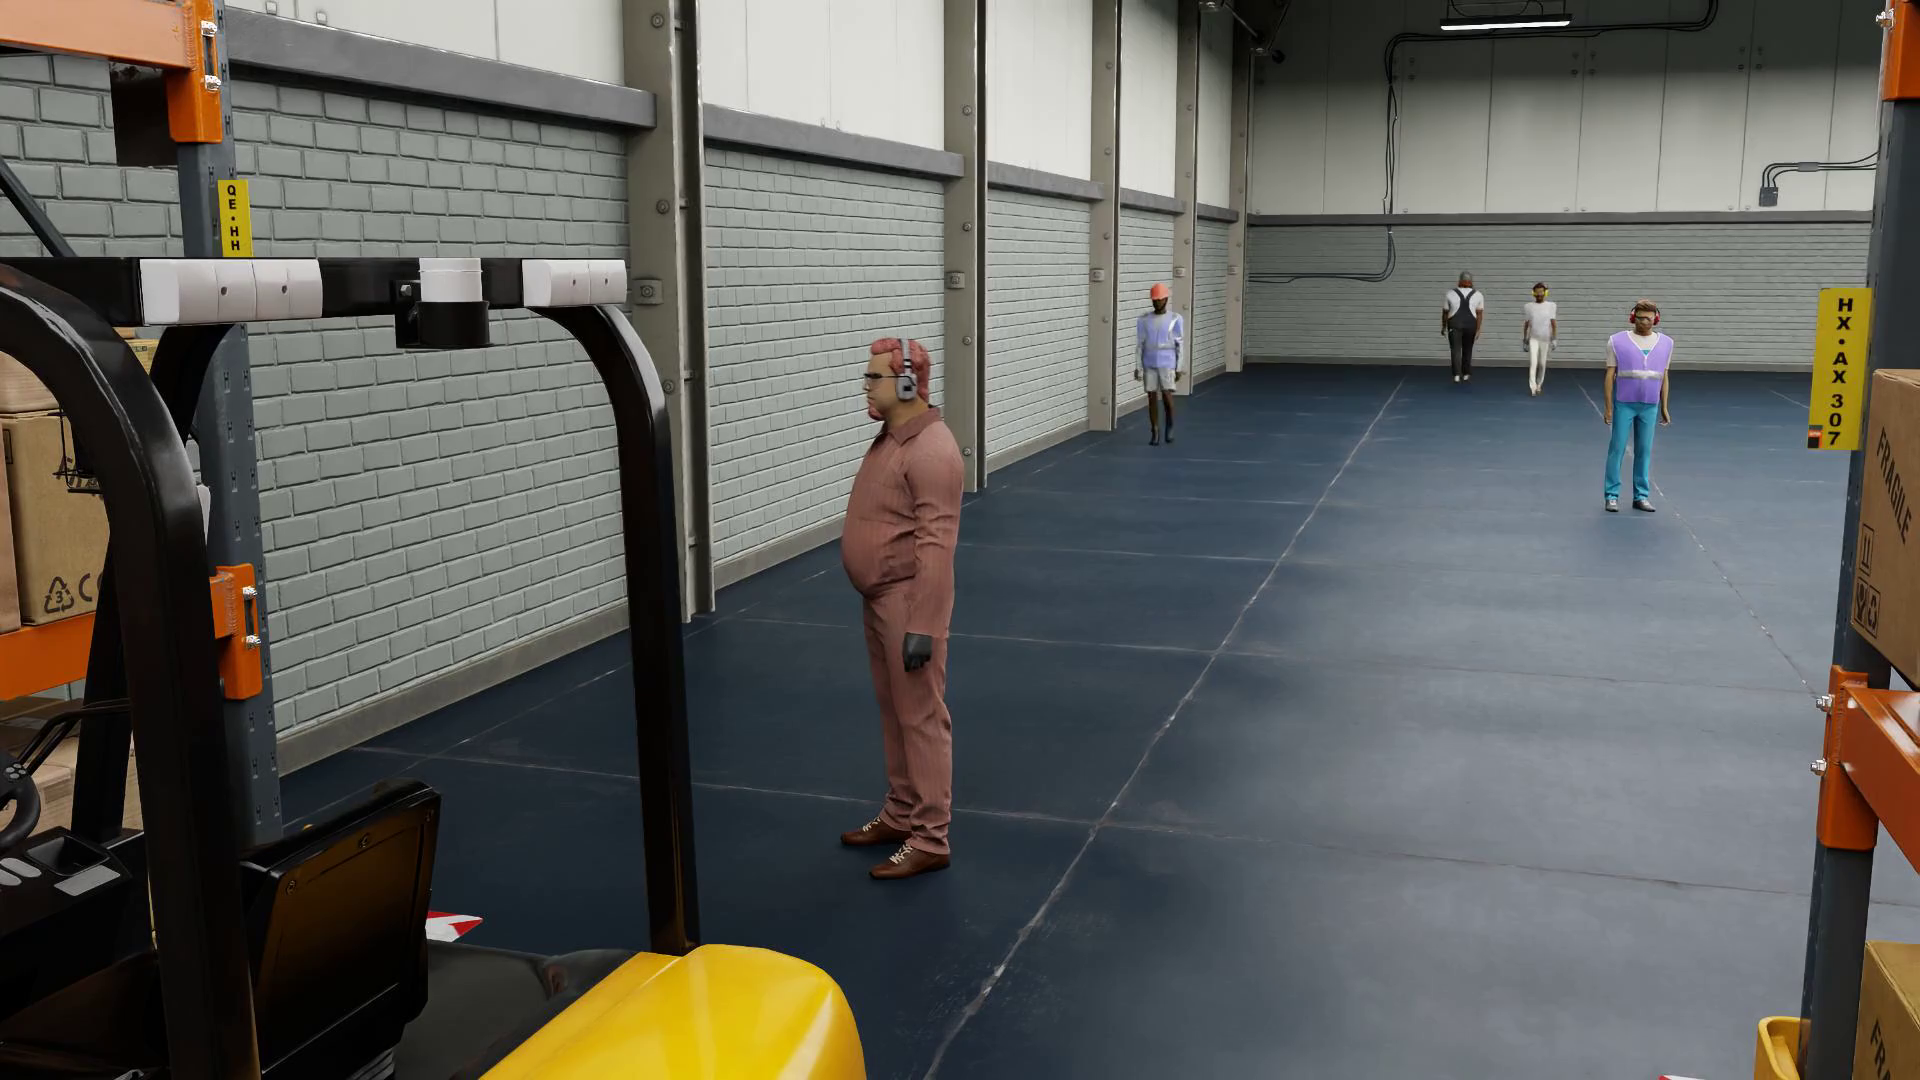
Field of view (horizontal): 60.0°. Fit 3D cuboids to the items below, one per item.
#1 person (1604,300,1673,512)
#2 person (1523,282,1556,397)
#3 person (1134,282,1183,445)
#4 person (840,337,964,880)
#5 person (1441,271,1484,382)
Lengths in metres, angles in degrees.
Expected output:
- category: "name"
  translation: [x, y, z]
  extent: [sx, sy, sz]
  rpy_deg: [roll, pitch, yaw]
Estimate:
- category: "person"
  translation: [5.876, -1.161, 14.459]
  extent: [0.564, 1.837, 0.388]
  rpy_deg: [0, 10, 1]
- category: "person"
  translation: [9.355, -3.243, 26.863]
  extent: [0.513, 1.838, 0.925]
  rpy_deg: [2, 10, 13]
- category: "person"
  translation: [2.339, -2.066, 19.597]
  extent: [0.550, 1.917, 0.391]
  rpy_deg: [3, 10, 18]
- category: "person"
  translation: [-0.219, 0.237, 5.926]
  extent: [0.408, 1.909, 0.642]
  rpy_deg: [-3, 10, -18]
- category: "person"
  translation: [9.075, -3.884, 30.071]
  extent: [0.694, 2.000, 1.025]
  rpy_deg: [2, 10, 13]
